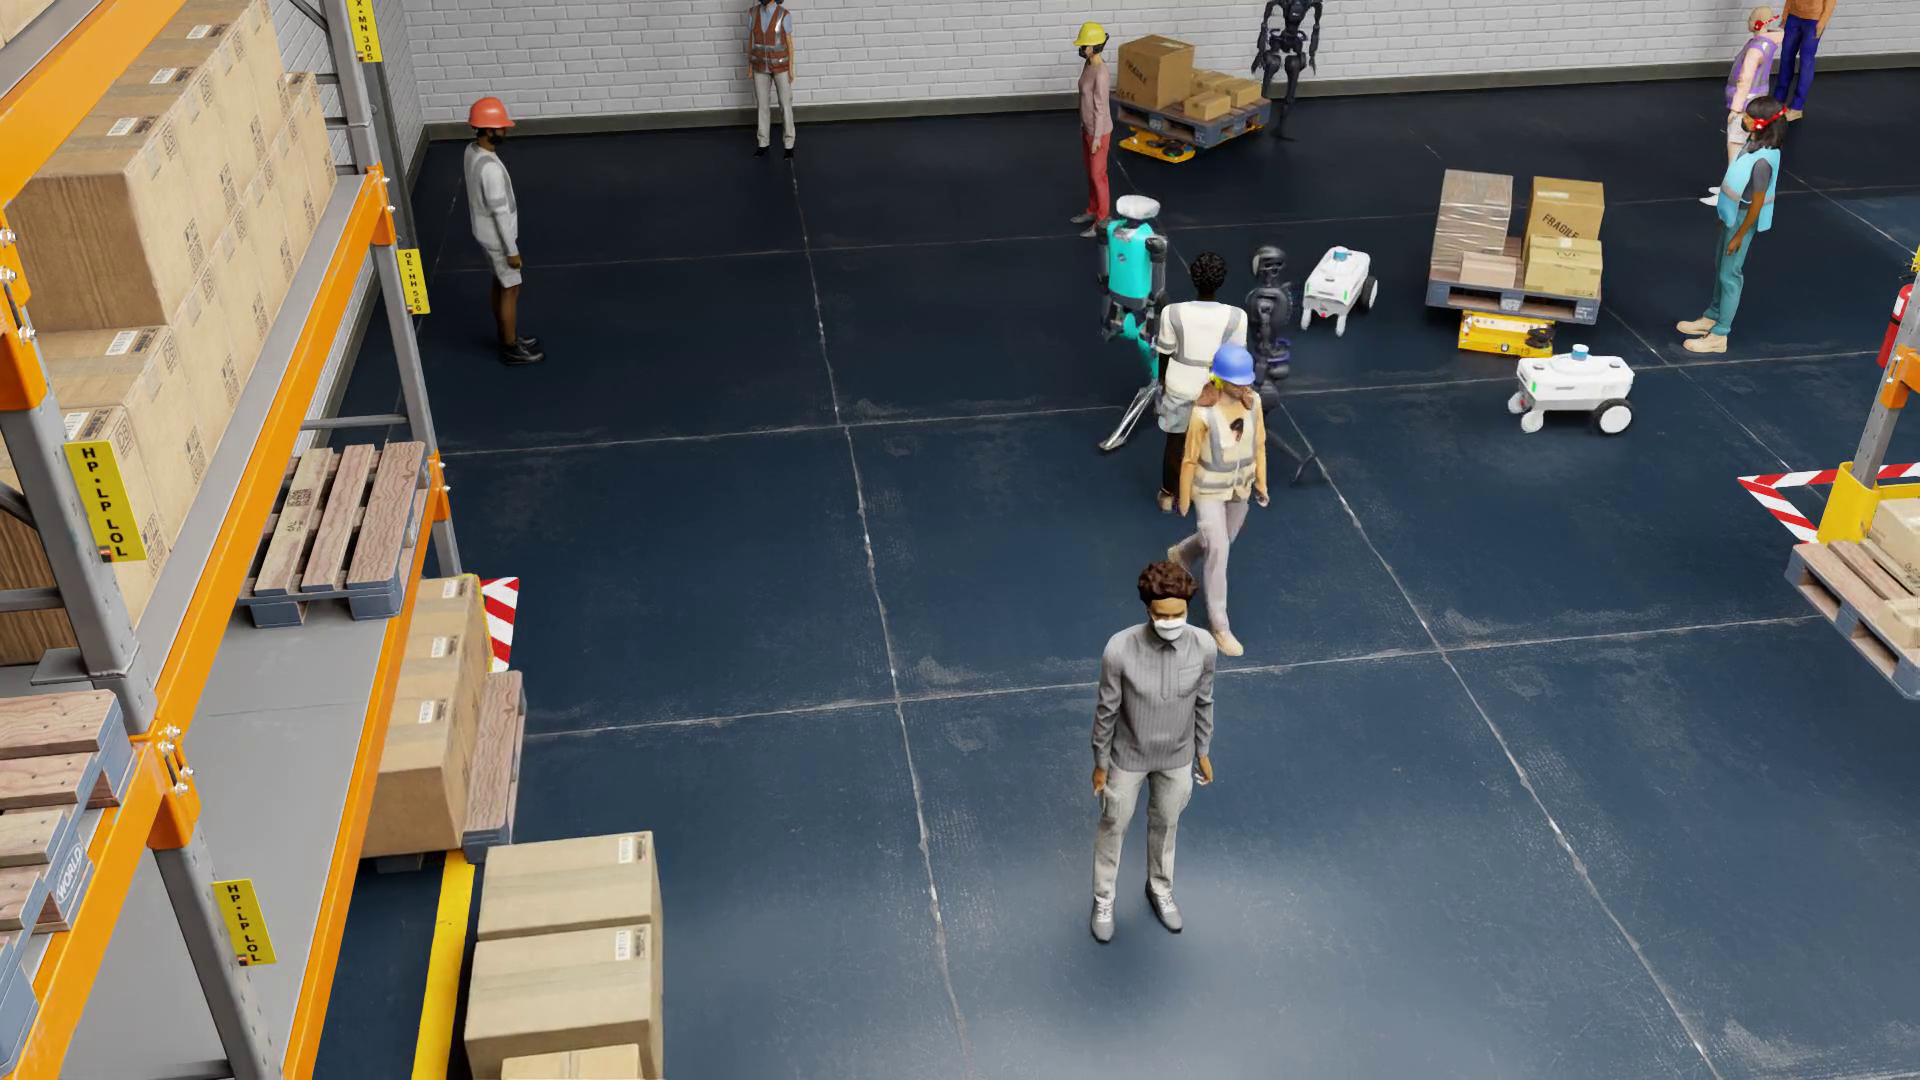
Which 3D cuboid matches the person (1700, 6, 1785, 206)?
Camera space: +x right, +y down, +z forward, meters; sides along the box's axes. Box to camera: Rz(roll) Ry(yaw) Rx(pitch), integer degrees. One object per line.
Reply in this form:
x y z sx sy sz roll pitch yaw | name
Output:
6.707 -3.706 14.237 0.352 1.685 0.487 20 38 28 | person

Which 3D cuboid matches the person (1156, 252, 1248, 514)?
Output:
1.422 -0.911 9.944 0.533 1.693 0.320 4 33 6 | person

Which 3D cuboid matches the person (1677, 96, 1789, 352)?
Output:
5.526 -2.233 11.810 0.389 1.870 0.528 8 34 12 | person

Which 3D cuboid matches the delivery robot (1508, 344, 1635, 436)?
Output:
4.124 -1.030 11.155 0.753 0.579 0.499 -2 33 -2 | delivery robot

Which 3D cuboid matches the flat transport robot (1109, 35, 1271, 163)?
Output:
2.223 -3.922 15.863 0.659 0.231 1.431 27 42 35 | flat transport robot

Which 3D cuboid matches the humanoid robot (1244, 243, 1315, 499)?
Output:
1.916 -1.004 10.119 0.592 1.639 0.604 7 34 10 | humanoid robot

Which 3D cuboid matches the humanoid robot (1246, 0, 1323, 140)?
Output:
3.039 -4.569 15.575 0.623 1.645 0.458 0 33 0 | humanoid robot

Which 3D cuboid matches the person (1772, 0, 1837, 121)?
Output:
8.175 -5.070 16.068 0.406 1.975 0.511 -15 36 -22 | person

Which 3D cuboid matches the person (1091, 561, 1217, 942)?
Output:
0.807 0.882 7.011 0.532 1.899 0.401 -5 33 -7 | person

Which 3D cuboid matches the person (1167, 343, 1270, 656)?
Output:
1.380 -0.304 8.965 0.467 1.745 0.815 -17 37 -24 | person

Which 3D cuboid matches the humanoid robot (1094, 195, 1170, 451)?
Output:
1.258 -1.461 10.788 0.531 1.768 1.028 27 42 35 | humanoid robot

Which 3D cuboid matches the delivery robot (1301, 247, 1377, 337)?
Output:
2.841 -1.922 12.533 0.499 0.592 0.774 15 36 21 | delivery robot

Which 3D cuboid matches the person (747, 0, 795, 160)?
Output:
-1.718 -4.320 15.169 0.438 1.690 0.311 8 34 11 | person

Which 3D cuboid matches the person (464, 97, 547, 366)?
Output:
-3.194 -2.137 11.617 0.388 1.926 0.546 -17 37 -24 | person

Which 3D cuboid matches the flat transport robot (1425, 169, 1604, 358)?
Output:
4.144 -1.787 12.591 0.659 0.231 1.431 9 34 14 | flat transport robot

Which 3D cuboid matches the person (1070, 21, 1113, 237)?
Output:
1.076 -3.372 13.660 0.341 1.758 0.517 -5 34 -8 | person
